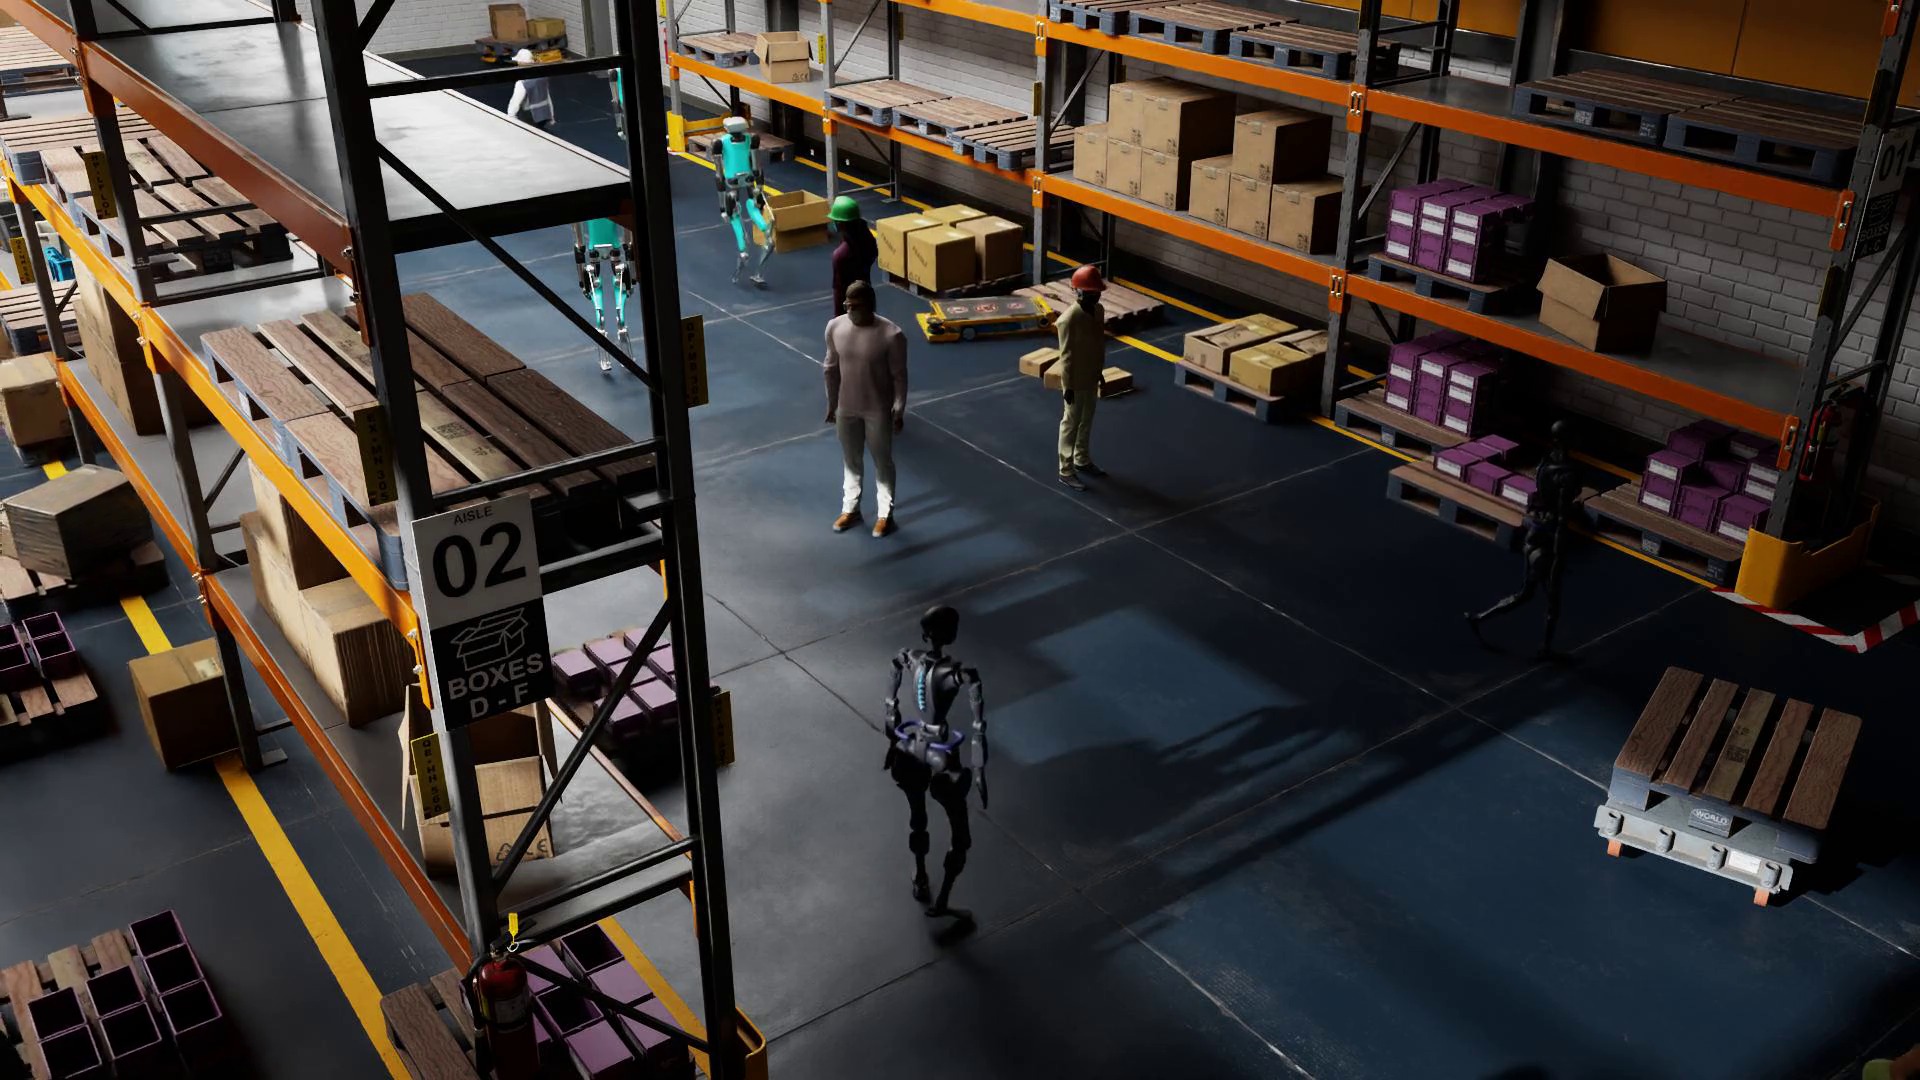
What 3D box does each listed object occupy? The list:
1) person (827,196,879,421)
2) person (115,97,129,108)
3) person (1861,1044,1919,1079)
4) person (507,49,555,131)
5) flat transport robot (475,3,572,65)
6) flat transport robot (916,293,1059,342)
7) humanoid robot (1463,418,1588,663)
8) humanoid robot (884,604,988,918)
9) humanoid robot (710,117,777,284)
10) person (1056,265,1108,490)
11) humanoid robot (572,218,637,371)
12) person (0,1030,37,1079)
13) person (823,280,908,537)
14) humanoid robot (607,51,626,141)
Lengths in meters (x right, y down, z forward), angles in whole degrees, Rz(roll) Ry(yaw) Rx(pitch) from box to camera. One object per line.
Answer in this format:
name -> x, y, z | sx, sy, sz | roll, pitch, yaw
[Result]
person -> -0.893, -1.913, 13.937 | 0.431, 1.944, 0.482 | 12, 29, 23
person -> -10.316, -5.299, 20.686 | 0.644, 1.926, 1.016 | -10, 29, -20
person -> 3.358, 2.316, 5.911 | 0.791, 1.584, 0.535 | -15, 30, -27
person -> -5.413, -5.287, 20.895 | 0.925, 1.707, 0.731 | 7, 27, 13
flat transport robot -> -7.418, -8.276, 28.449 | 1.431, 0.231, 0.659 | 13, 29, 24
flat transport robot -> 0.331, -2.182, 16.328 | 1.431, 0.231, 0.659 | -6, 27, -11
humanoid robot -> 3.609, -0.001, 10.447 | 0.691, 1.639, 0.590 | 4, 27, 8
humanoid robot -> -0.149, 1.107, 8.231 | 0.611, 1.645, 0.472 | 14, 30, 26
humanoid robot -> -2.181, -3.417, 17.178 | 0.538, 1.797, 0.835 | -15, 31, -28
person -> 0.957, -1.269, 12.854 | 0.319, 1.755, 0.562 | 17, 31, 30
humanoid robot -> -3.146, -2.297, 14.772 | 0.533, 1.677, 0.735 | -4, 27, -7
person -> -3.813, 1.943, 6.386 | 0.731, 1.824, 0.532 | 3, 27, 6
person -> -0.683, -0.953, 12.026 | 0.634, 1.937, 0.353 | 10, 28, 18
humanoid robot -> -3.888, -5.099, 20.347 | 0.533, 1.677, 0.735 | -20, 33, -34
